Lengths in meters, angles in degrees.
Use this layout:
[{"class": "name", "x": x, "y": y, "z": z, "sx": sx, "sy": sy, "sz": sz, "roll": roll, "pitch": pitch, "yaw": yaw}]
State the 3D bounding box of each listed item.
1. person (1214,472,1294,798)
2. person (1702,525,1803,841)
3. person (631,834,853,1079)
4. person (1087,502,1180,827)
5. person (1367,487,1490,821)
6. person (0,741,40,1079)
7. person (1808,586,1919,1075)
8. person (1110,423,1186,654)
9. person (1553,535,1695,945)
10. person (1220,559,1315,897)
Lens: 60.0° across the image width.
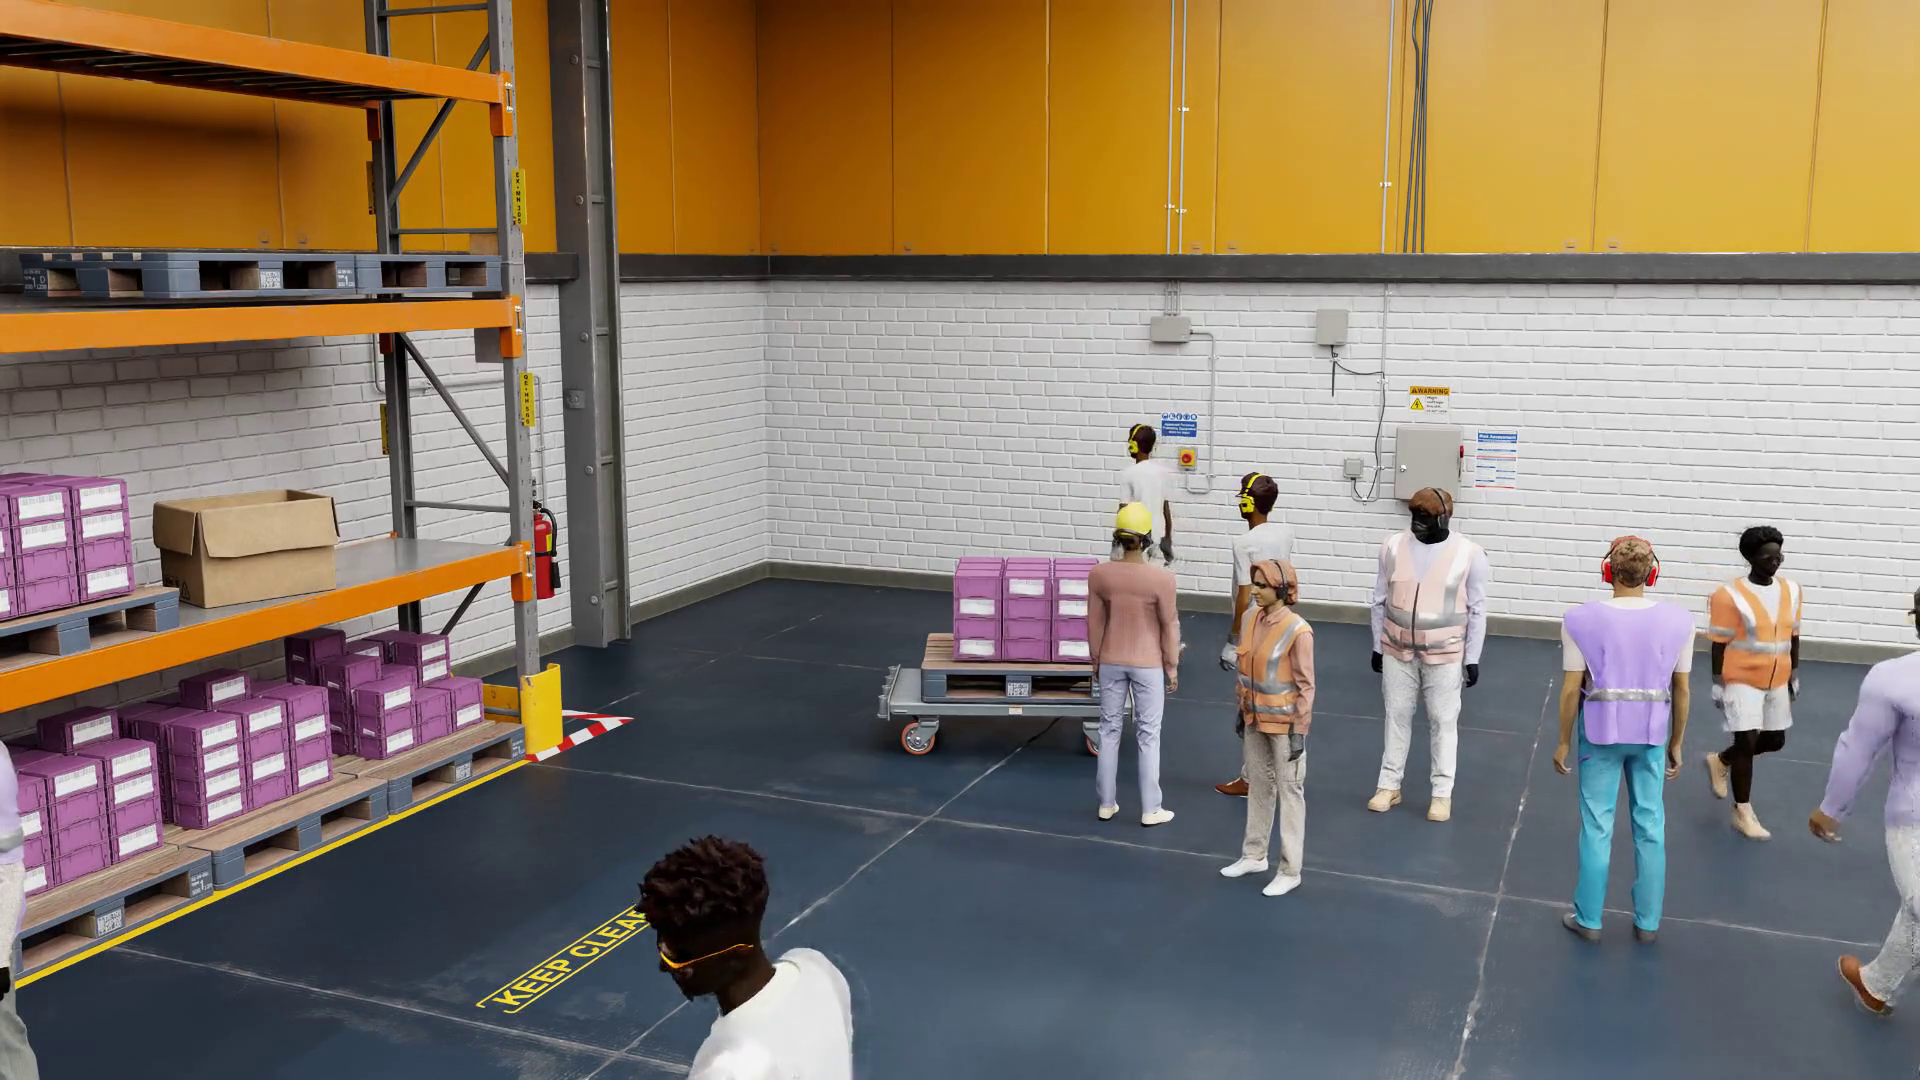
[{"class": "person", "x": 1.680, "y": 0.544, "z": 9.499, "sx": 0.521, "sy": 1.874, "sz": 0.328, "roll": -9, "pitch": 13, "yaw": -43}, {"class": "person", "x": 4.223, "y": 0.729, "z": 8.946, "sx": 0.538, "sy": 1.674, "sz": 0.606, "roll": -2, "pitch": 10, "yaw": -13}, {"class": "person", "x": -0.321, "y": 1.515, "z": 3.448, "sx": 0.678, "sy": 1.927, "sz": 0.678, "roll": 3, "pitch": 10, "yaw": 19}, {"class": "person", "x": 0.939, "y": 0.674, "z": 9.020, "sx": 0.525, "sy": 1.772, "sz": 0.307, "roll": 5, "pitch": 10, "yaw": 27}, {"class": "person", "x": 2.554, "y": 0.619, "z": 9.149, "sx": 0.621, "sy": 1.840, "sz": 0.430, "roll": 6, "pitch": 11, "yaw": 32}, {"class": "person", "x": -3.159, "y": 1.219, "z": 5.242, "sx": 0.588, "sy": 1.927, "sz": 0.371, "roll": 6, "pitch": 11, "yaw": 34}, {"class": "person", "x": 3.689, "y": 1.074, "z": 6.318, "sx": 0.649, "sy": 1.877, "sz": 1.056, "roll": -1, "pitch": 9, "yaw": -5}, {"class": "person", "x": 1.445, "y": 0.016, "z": 12.850, "sx": 0.529, "sy": 1.835, "sz": 0.951, "roll": -7, "pitch": 12, "yaw": -38}, {"class": "person", "x": 2.945, "y": 0.901, "z": 7.410, "sx": 0.565, "sy": 1.847, "sz": 0.396, "roll": 1, "pitch": 9, "yaw": 7}, {"class": "person", "x": 1.516, "y": 0.897, "z": 8.058, "sx": 0.315, "sy": 1.641, "sz": 0.515, "roll": -5, "pitch": 11, "yaw": -27}]
